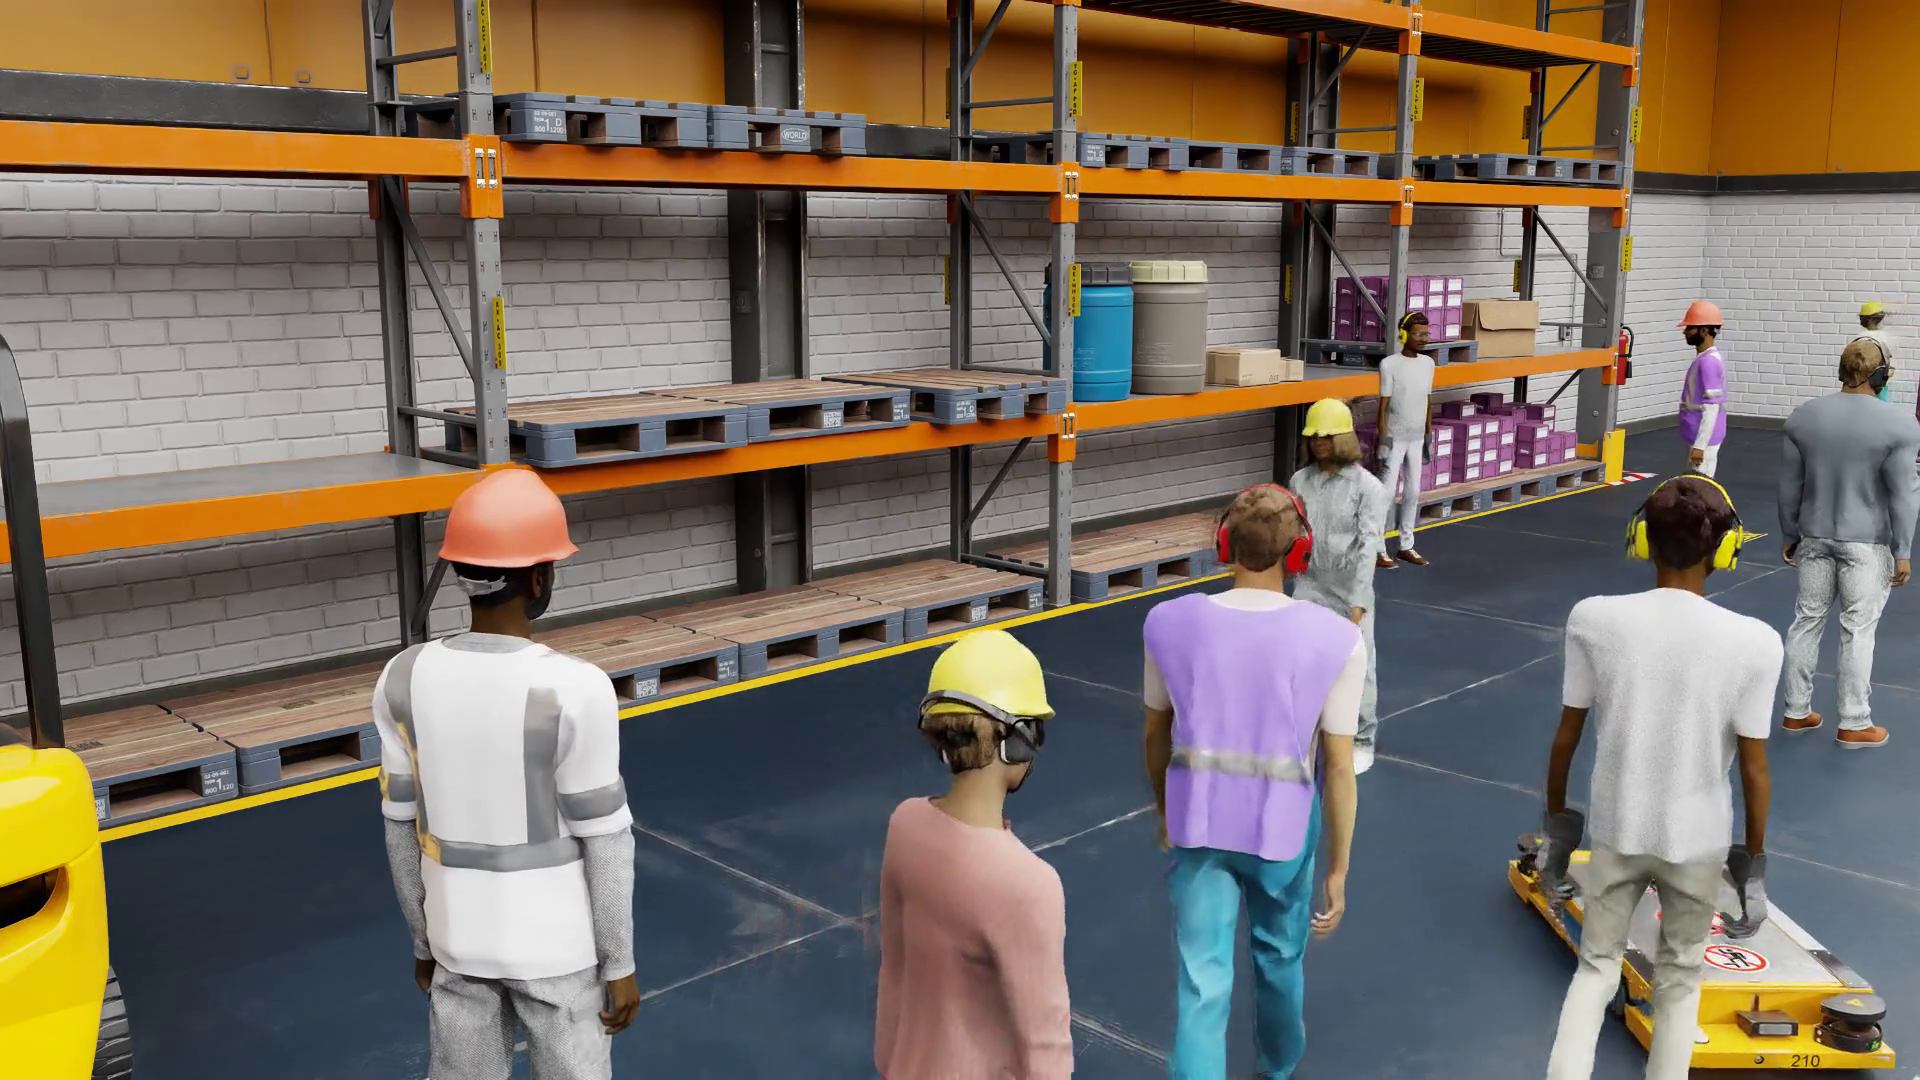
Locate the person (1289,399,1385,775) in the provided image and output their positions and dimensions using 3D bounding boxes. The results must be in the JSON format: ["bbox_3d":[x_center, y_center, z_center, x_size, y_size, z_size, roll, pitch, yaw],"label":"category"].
[{"bbox_3d":[1.575,0.245,7.233,0.500,1.701,0.874,9,14,41],"label":"person"}]

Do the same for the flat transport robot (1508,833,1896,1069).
[{"bbox_3d":[2.340,1.294,5.417,0.652,0.197,1.431,0,10,1],"label":"flat transport robot"}]

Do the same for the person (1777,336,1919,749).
[{"bbox_3d":[4.180,0.012,7.854,0.357,1.938,0.638,-7,13,-34],"label":"person"}]

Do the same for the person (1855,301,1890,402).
[{"bbox_3d":[9.660,-1.662,17.577,0.537,1.723,0.894,-5,11,-23],"label":"person"}]

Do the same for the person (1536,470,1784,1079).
[{"bbox_3d":[1.681,0.759,4.053,0.540,1.843,0.695,7,12,33],"label":"person"}]

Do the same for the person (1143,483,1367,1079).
[{"bbox_3d":[0.741,0.744,4.296,0.566,1.783,1.003,3,11,16],"label":"person"}]

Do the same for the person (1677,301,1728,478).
[{"bbox_3d":[5.309,-0.744,11.984,0.379,1.937,0.547,4,11,22],"label":"person"}]

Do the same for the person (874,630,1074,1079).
[{"bbox_3d":[-0.063,1.028,2.916,0.799,1.726,0.524,-5,12,-27],"label":"person"}]

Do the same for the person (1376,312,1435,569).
[{"bbox_3d":[3.231,-0.720,12.080,0.505,1.860,0.320,-5,12,-26],"label":"person"}]

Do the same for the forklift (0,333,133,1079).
[{"bbox_3d":[-3.289,0.485,4.582,1.214,2.155,2.313,-10,14,-44],"label":"forklift"}]

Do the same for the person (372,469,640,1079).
[{"bbox_3d":[-0.914,0.816,3.475,0.547,1.938,0.359,3,11,15],"label":"person"}]
